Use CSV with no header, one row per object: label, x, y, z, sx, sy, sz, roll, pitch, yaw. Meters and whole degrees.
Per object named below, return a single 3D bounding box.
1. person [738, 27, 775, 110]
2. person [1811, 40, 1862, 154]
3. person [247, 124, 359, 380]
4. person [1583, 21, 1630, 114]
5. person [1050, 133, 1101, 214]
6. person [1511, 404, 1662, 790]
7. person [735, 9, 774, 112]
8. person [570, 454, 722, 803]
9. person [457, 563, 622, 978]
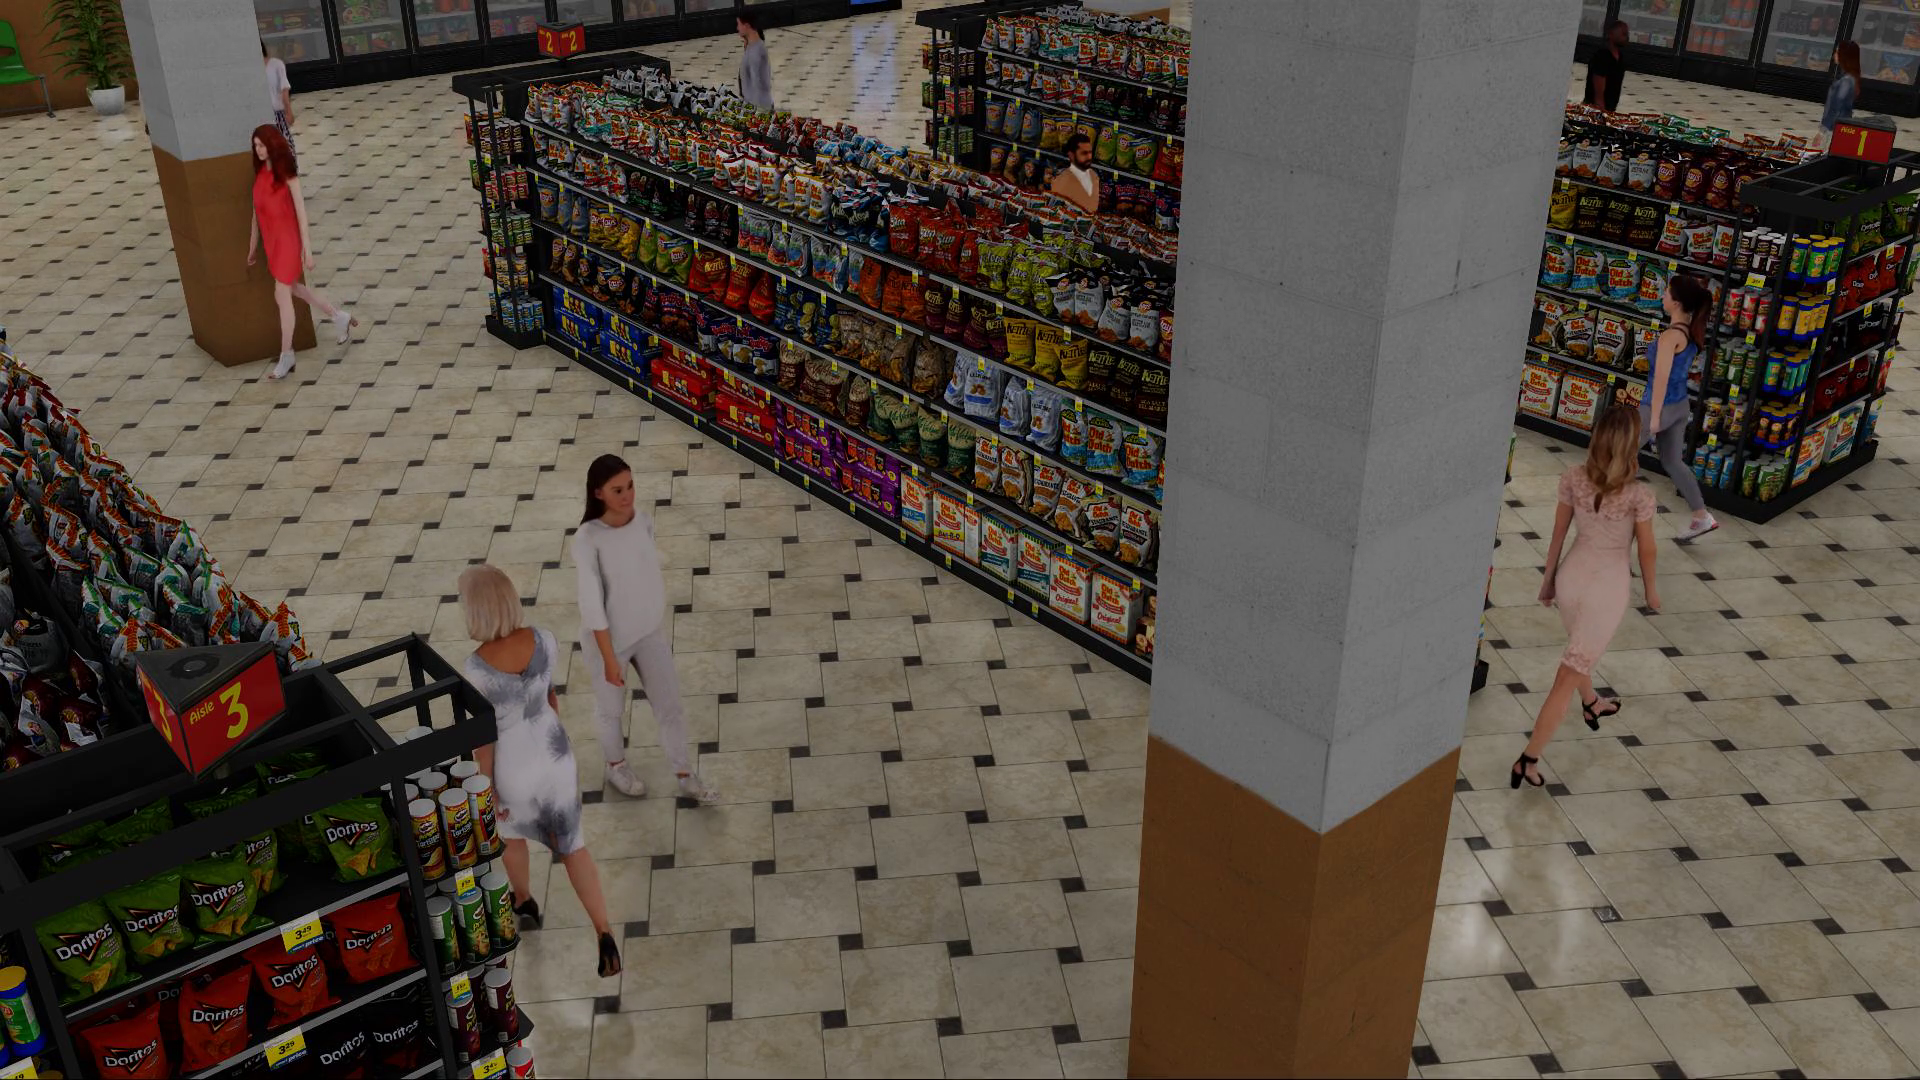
person,-1.975,-4.304,16.627,0.740,1.629,0.568,-13,30,-25
person,8.289,-3.784,15.538,0.733,1.687,0.711,11,29,20
person,-4.860,-2.133,12.167,1.100,1.792,0.853,18,32,31
person,5.990,-4.009,15.886,0.692,1.773,1.245,-23,35,-38
person,0.772,-2.105,12.178,1.083,1.731,0.734,24,35,38
person,2.727,0.312,7.358,0.665,1.779,1.055,-19,33,-33
person,-1.896,-4.217,16.230,0.915,1.834,0.852,-4,27,-9
person,-1.529,0.395,7.315,0.881,1.671,0.676,23,35,37
person,-1.573,0.907,6.259,0.581,1.713,1.074,-19,32,-32
